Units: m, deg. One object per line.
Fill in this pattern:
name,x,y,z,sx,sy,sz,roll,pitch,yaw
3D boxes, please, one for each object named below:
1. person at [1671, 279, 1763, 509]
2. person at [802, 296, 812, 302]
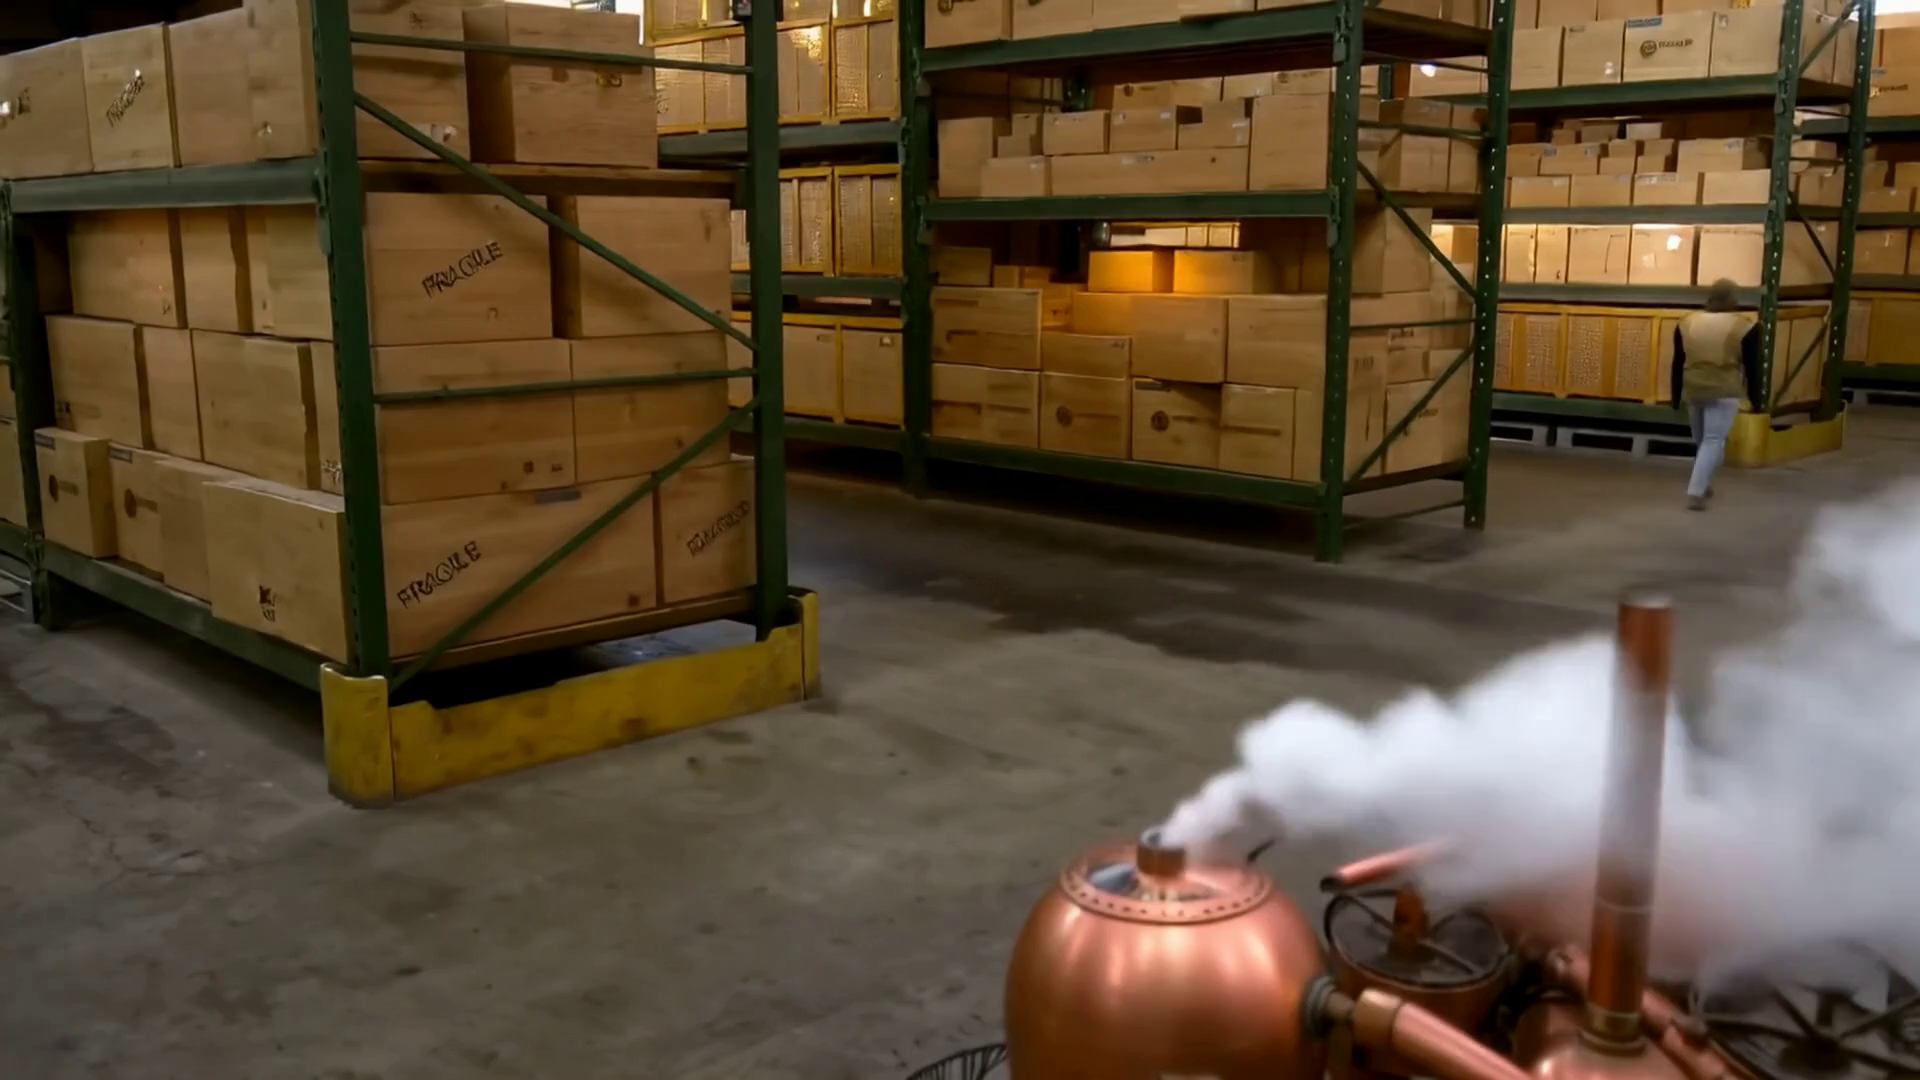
person,5.973,-1.153,13.137,0.637,1.793,0.983,10,14,43
person,-2.162,-2.933,22.369,0.739,1.956,0.642,3,11,18
